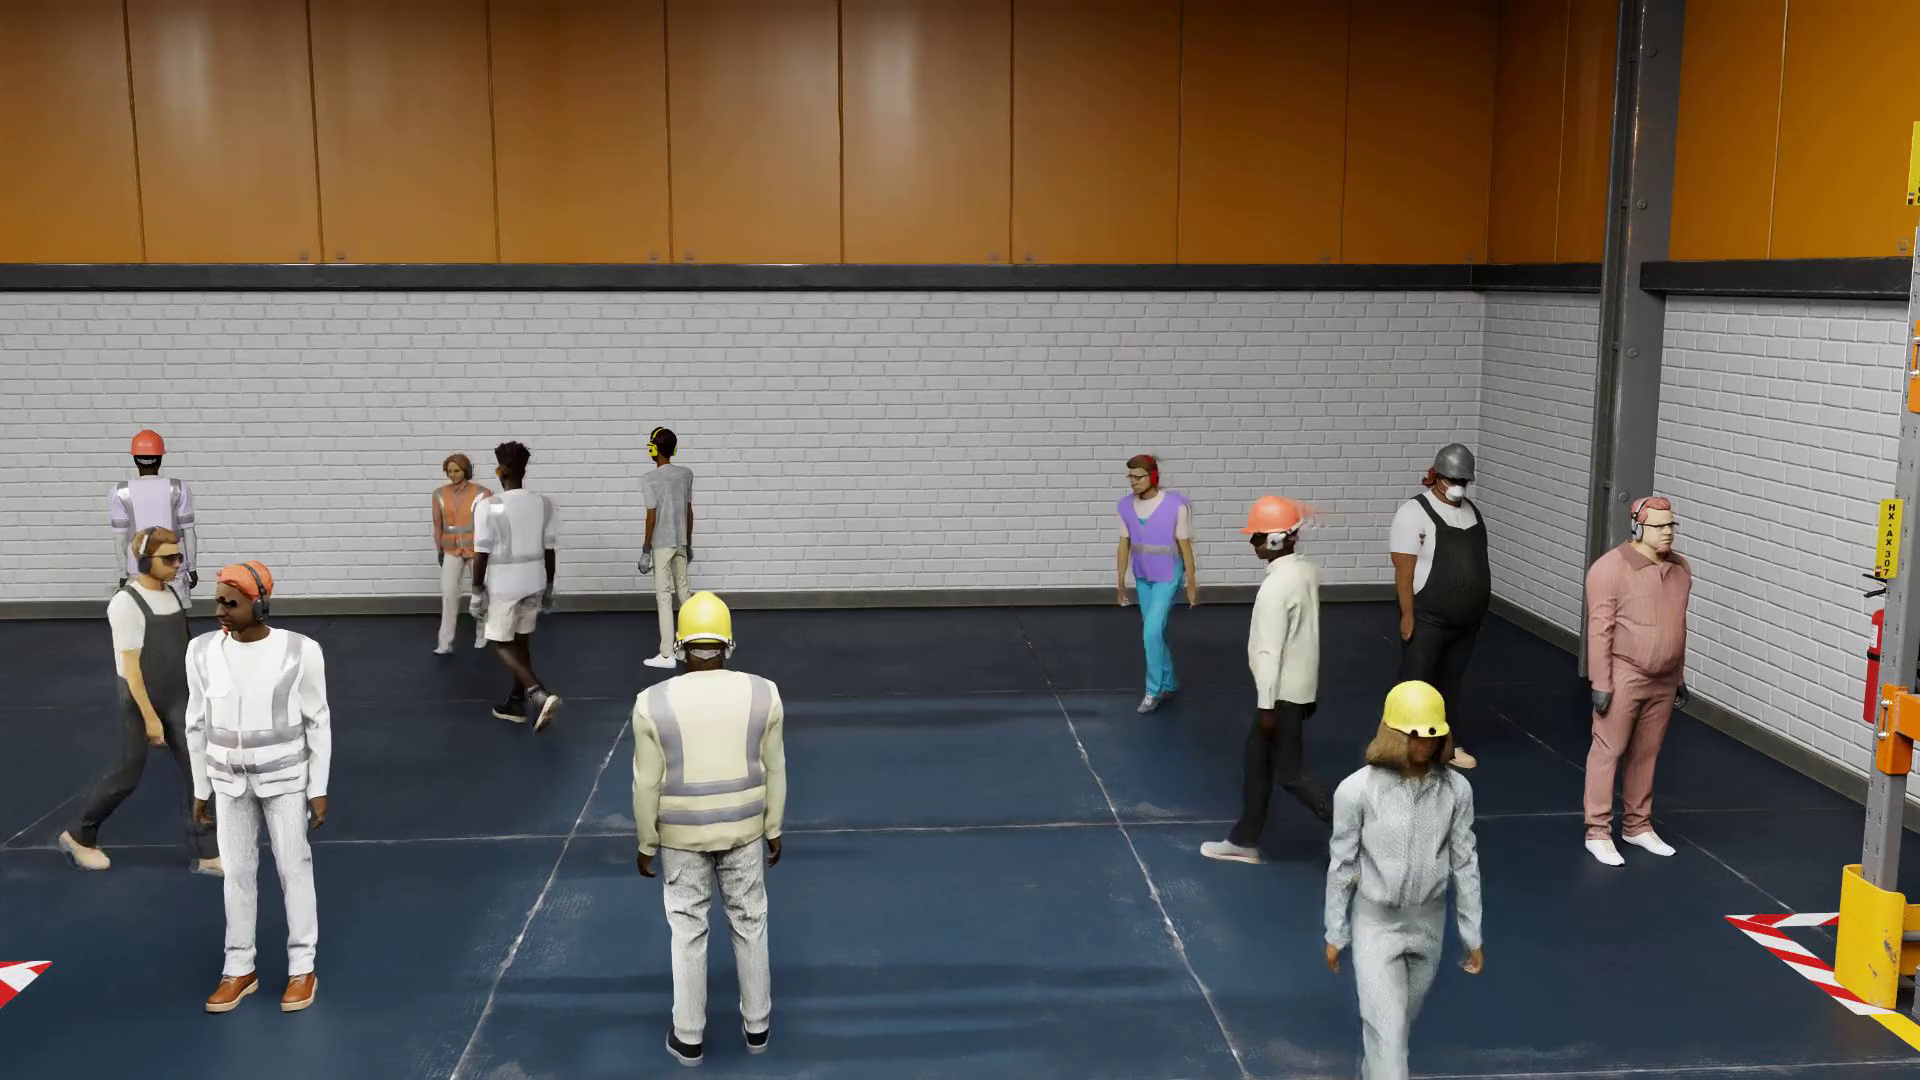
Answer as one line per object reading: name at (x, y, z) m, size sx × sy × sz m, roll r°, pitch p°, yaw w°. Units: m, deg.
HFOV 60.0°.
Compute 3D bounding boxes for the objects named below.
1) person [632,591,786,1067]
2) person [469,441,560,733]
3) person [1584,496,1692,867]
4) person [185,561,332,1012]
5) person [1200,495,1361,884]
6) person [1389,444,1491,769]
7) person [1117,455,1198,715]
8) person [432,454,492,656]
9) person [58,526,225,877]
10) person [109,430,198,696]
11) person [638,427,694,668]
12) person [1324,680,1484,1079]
person at (-0.966, 1.107, 6.416) m, size 0.592 × 1.832 × 0.404 m, roll -3°, pitch 10°, yaw -19°
person at (-2.925, 0.311, 11.079) m, size 0.768 × 1.943 × 0.616 m, roll 7°, pitch 11°, yaw 37°
person at (3.531, 0.720, 8.611) m, size 0.639 × 1.911 × 0.402 m, roll -4°, pitch 10°, yaw -23°
person at (-2.885, 1.012, 6.856) m, size 0.575 × 1.882 × 0.360 m, roll 0°, pitch 9°, yaw 1°
person at (1.690, 0.749, 8.316) m, size 0.937 × 1.956 × 0.620 m, roll 5°, pitch 10°, yaw 27°
person at (2.963, 0.414, 10.115) m, size 0.672 × 2.000 × 0.536 m, roll -5°, pitch 10°, yaw -29°
person at (1.332, 0.302, 11.565) m, size 0.736 × 1.798 × 0.581 m, roll -9°, pitch 12°, yaw -43°
person at (-3.961, 0.128, 13.250) m, size 0.533 × 1.600 × 0.803 m, roll 0°, pitch 9°, yaw 1°
person at (-4.112, 0.818, 8.361) m, size 0.945 × 1.807 × 0.494 m, roll 2°, pitch 9°, yaw 15°
person at (-5.756, 0.178, 11.918) m, size 0.543 × 1.939 × 0.356 m, roll -5°, pitch 10°, yaw -27°
person at (-2.273, 0.058, 12.882) m, size 0.328 × 1.874 × 0.518 m, roll 7°, pitch 12°, yaw 38°
person at (1.503, 1.318, 5.436) m, size 0.508 × 1.709 × 0.798 m, roll -3°, pitch 9°, yaw -16°
